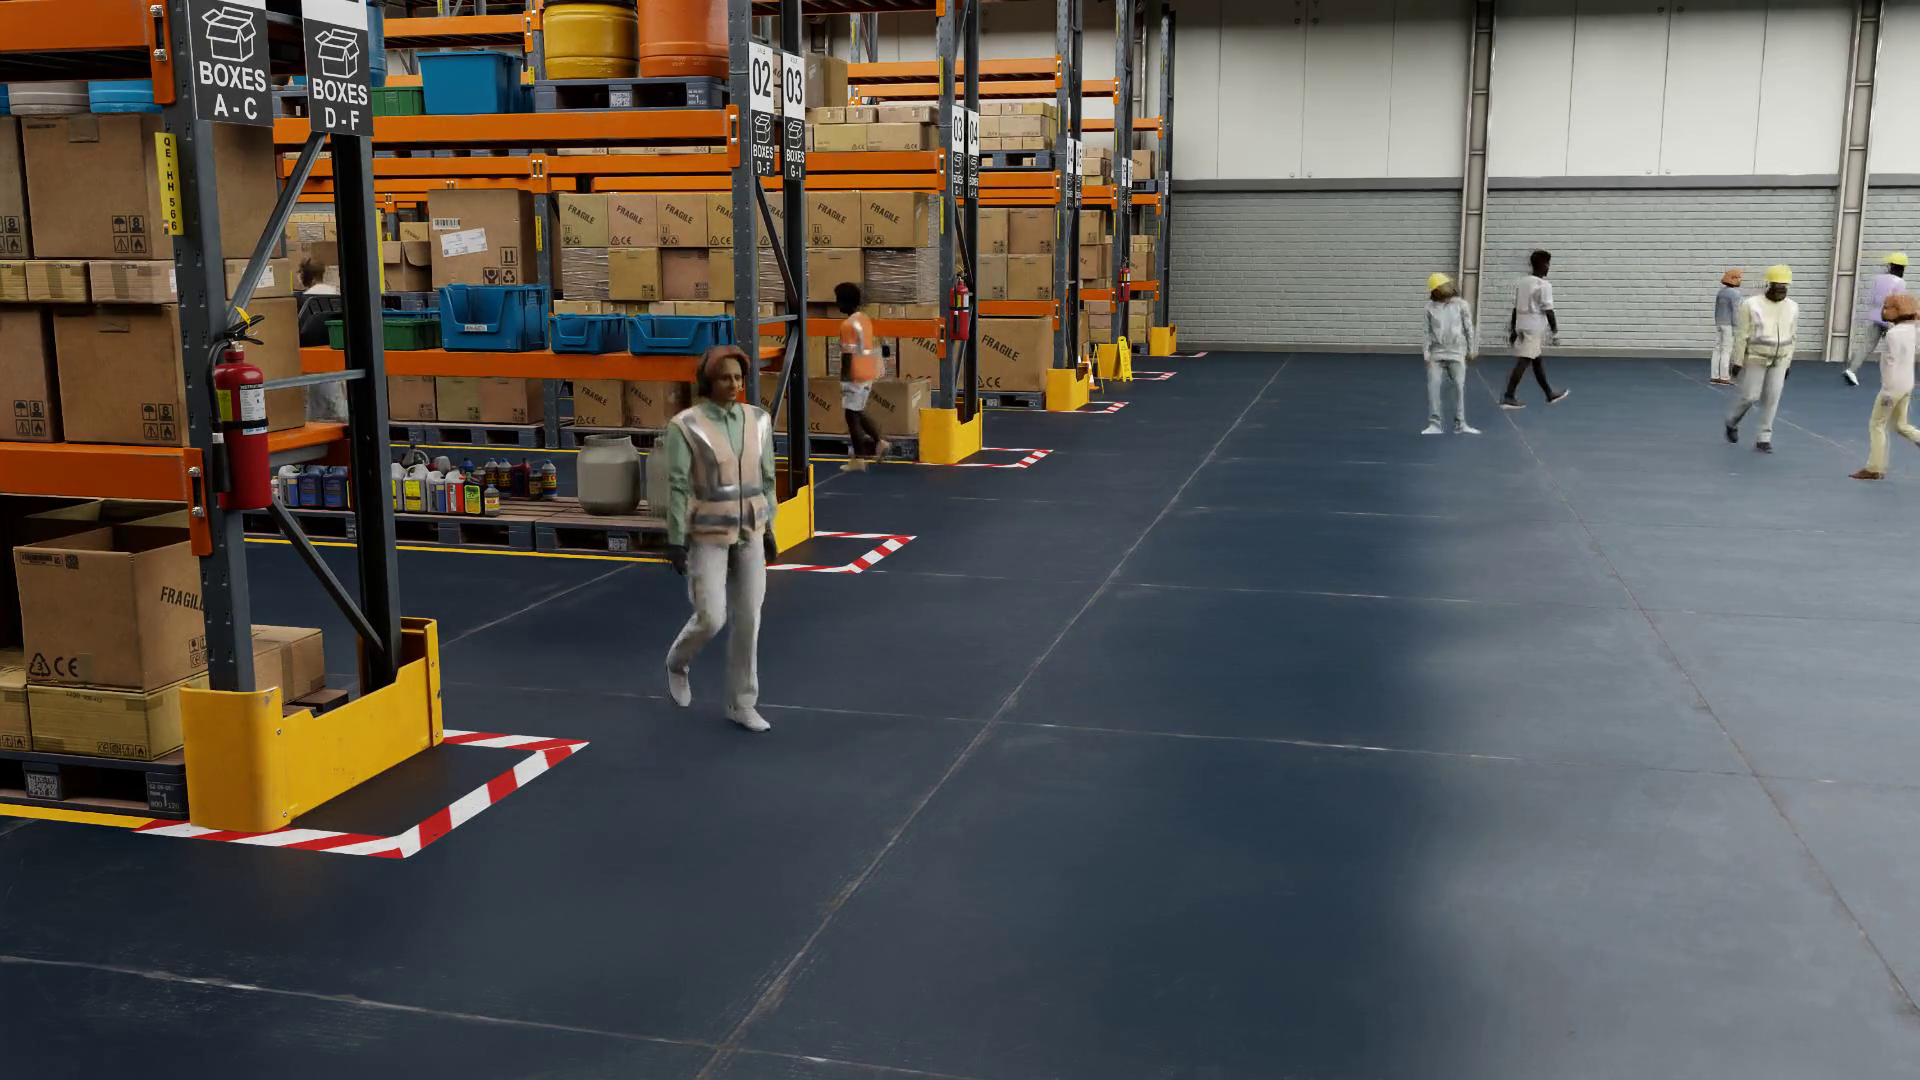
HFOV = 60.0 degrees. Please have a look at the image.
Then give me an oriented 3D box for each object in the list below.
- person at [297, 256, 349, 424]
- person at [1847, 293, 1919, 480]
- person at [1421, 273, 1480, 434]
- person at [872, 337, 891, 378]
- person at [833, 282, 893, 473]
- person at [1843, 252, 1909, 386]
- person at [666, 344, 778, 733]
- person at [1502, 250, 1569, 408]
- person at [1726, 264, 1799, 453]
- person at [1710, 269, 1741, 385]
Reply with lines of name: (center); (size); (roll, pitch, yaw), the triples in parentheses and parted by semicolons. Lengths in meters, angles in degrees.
person: (-5.887, -1.618, 15.119); (1.019, 1.884, 0.657); (1, 10, 8)
person: (7.951, -1.271, 13.986); (0.505, 1.604, 0.688); (-10, 14, -43)
person: (5.167, -1.936, 17.419); (0.663, 1.700, 0.383); (2, 10, 11)
person: (-1.000, -2.203, 18.573); (0.444, 1.816, 0.626); (-3, 11, -18)
person: (-0.884, -1.419, 14.587); (0.434, 1.673, 0.560); (3, 11, 18)
person: (12.907, -3.081, 23.264); (0.955, 1.884, 0.574); (-3, 11, -16)
person: (-1.012, -0.013, 6.972); (0.518, 1.623, 0.491); (-9, 13, -40)
person: (7.057, -2.560, 20.263); (1.025, 1.906, 0.629); (-2, 10, -13)
person: (7.776, -1.759, 16.123); (0.608, 1.809, 0.612); (0, 10, -2)
person: (10.875, -3.016, 23.578); (0.281, 1.633, 0.501); (-1, 10, -6)
